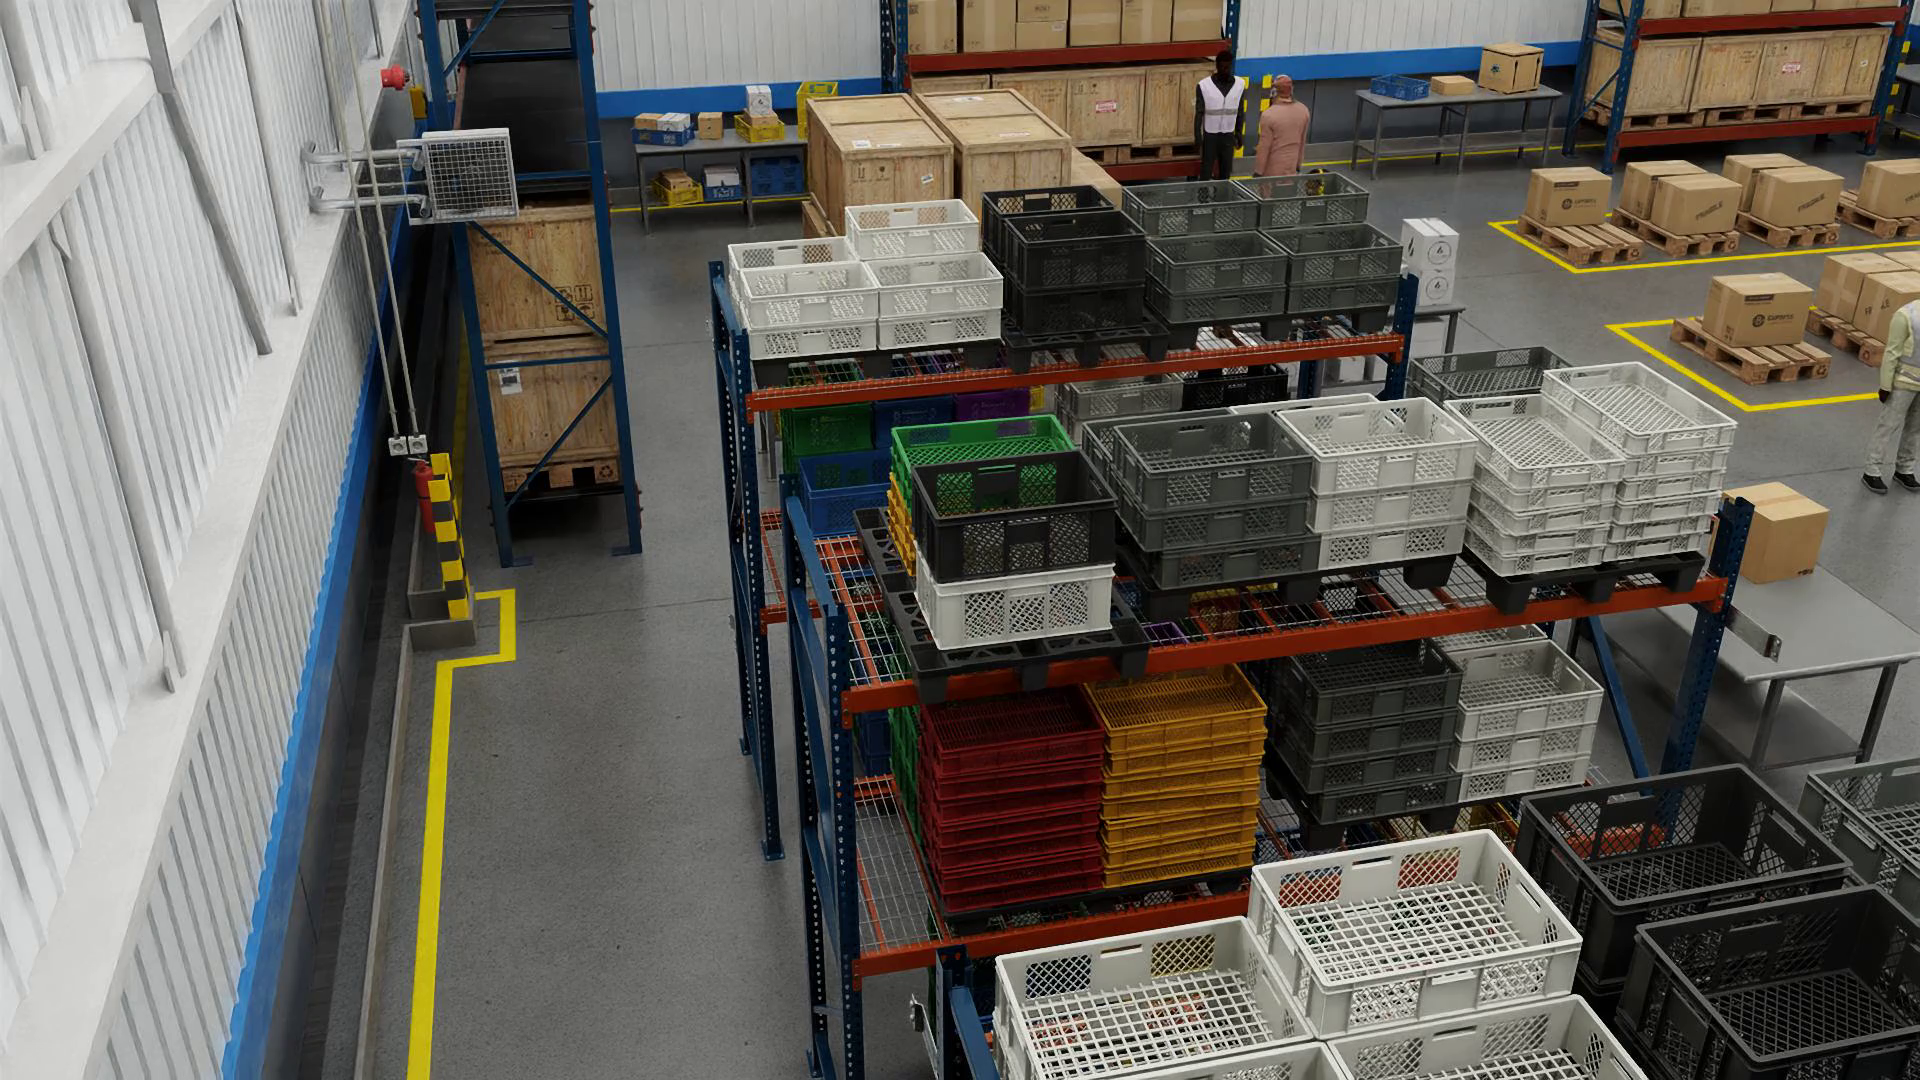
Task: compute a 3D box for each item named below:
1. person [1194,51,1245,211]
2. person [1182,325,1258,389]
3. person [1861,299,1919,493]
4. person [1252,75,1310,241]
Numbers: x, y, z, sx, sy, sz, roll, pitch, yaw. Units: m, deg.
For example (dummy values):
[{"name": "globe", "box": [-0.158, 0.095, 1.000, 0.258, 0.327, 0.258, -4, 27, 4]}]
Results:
[{"name": "person", "box": [2.968, -4.671, 19.141, 0.599, 1.909, 0.405, -6, 28, -12]}, {"name": "person", "box": [1.848, -0.906, 12.031, 0.569, 1.879, 0.351, 19, 33, 31]}, {"name": "person", "box": [7.310, -1.226, 12.694, 0.586, 1.825, 0.403, -3, 28, -7]}, {"name": "person", "box": [3.420, -4.050, 17.964, 0.644, 1.904, 0.399, -15, 31, -27]}]
